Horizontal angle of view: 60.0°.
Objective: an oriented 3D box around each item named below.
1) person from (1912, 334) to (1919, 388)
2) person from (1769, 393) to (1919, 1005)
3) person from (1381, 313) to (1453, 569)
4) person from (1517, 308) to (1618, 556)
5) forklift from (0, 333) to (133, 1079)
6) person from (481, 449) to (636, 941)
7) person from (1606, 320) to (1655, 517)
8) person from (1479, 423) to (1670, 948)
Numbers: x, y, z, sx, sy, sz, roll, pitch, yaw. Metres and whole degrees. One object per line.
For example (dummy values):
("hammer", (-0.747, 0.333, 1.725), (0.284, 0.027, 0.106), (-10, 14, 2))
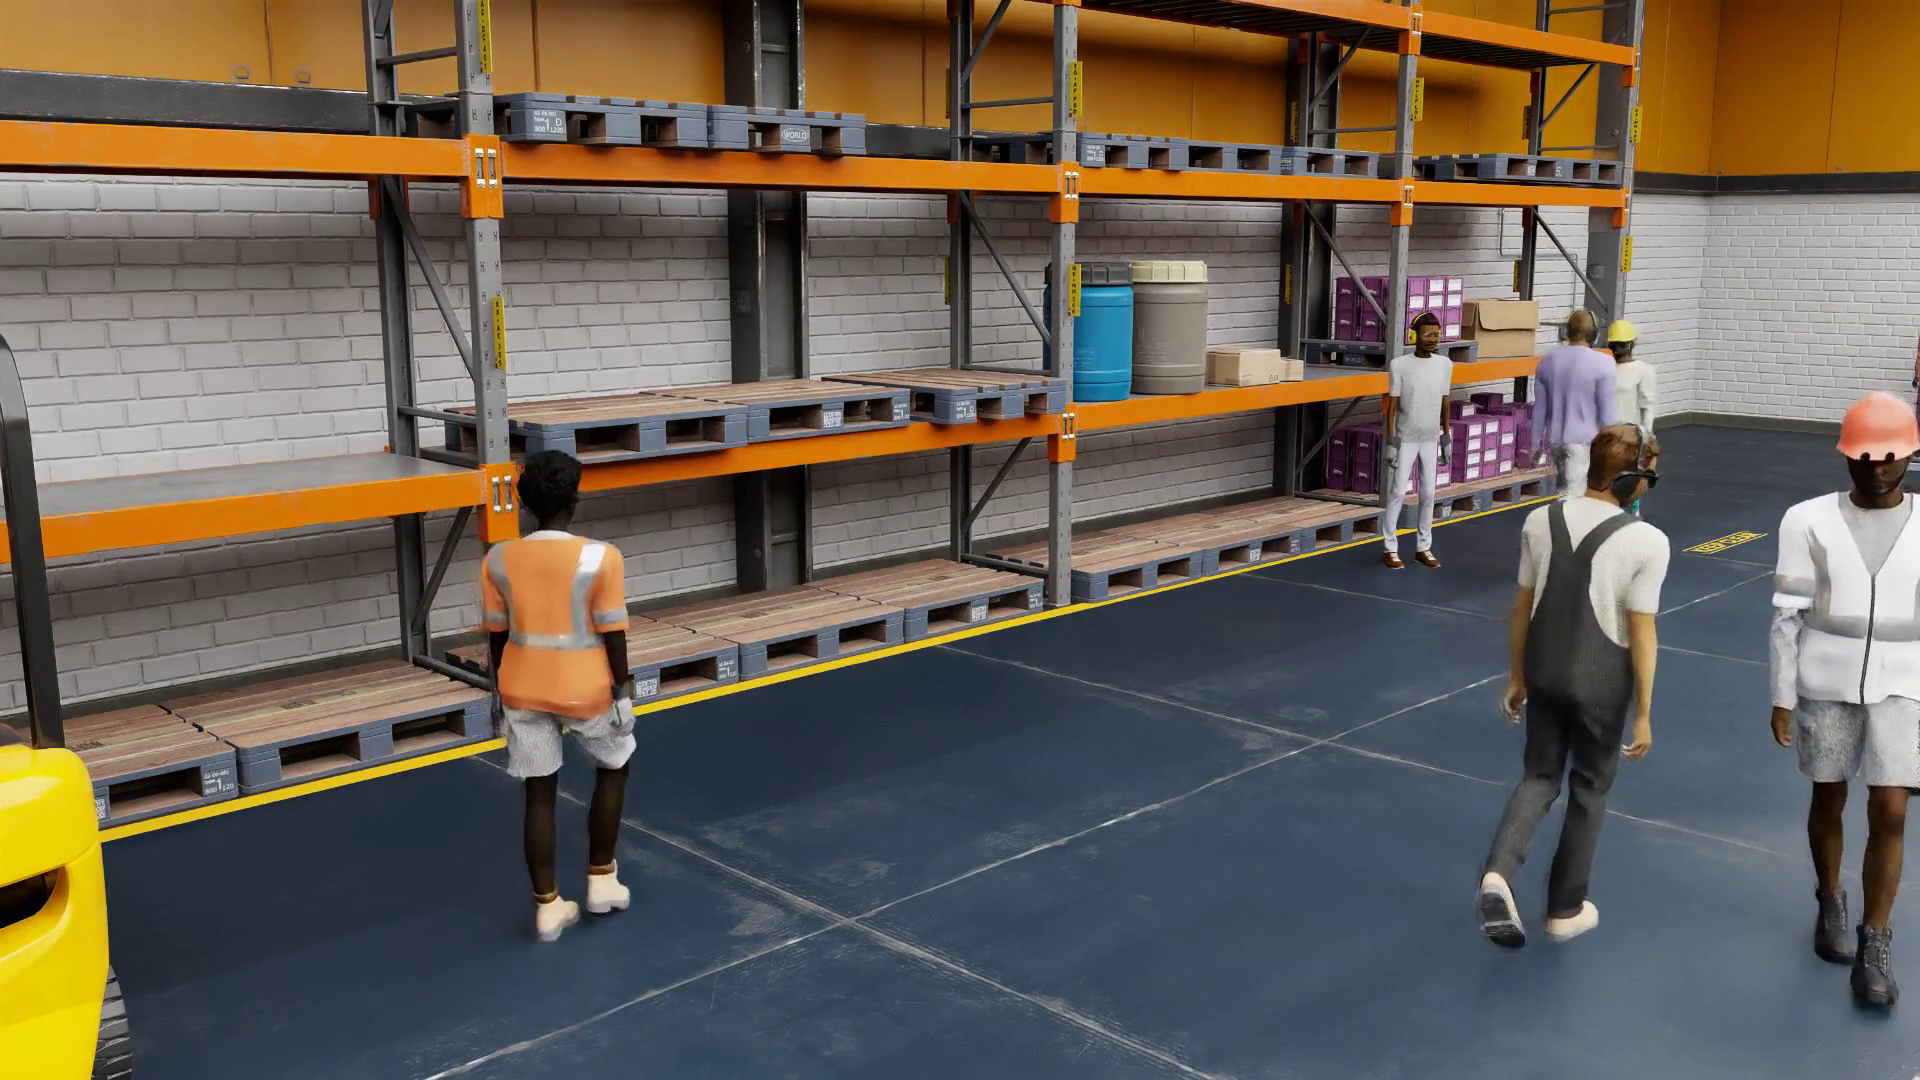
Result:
("person", (10.955, -1.813, 18.634), (0.523, 1.636, 0.311), (1, 10, 4))
("person", (2.862, 0.500, 5.283), (0.562, 1.905, 0.827), (5, 12, 26))
("person", (3.313, -0.711, 12.035), (0.505, 1.860, 0.320), (-2, 11, -11))
("person", (4.284, -0.684, 11.769), (0.928, 1.905, 0.619), (-6, 12, -29))
("forklift", (-3.289, 0.485, 4.582), (1.214, 2.155, 2.313), (-10, 14, -44))
("person", (-1.362, 0.520, 5.762), (0.559, 1.677, 0.531), (2, 11, 10))
("person", (5.191, -0.864, 13.142), (0.538, 1.753, 0.439), (10, 14, 42))
("person", (2.000, 0.517, 5.495), (0.670, 1.810, 0.529), (-9, 14, -41))
